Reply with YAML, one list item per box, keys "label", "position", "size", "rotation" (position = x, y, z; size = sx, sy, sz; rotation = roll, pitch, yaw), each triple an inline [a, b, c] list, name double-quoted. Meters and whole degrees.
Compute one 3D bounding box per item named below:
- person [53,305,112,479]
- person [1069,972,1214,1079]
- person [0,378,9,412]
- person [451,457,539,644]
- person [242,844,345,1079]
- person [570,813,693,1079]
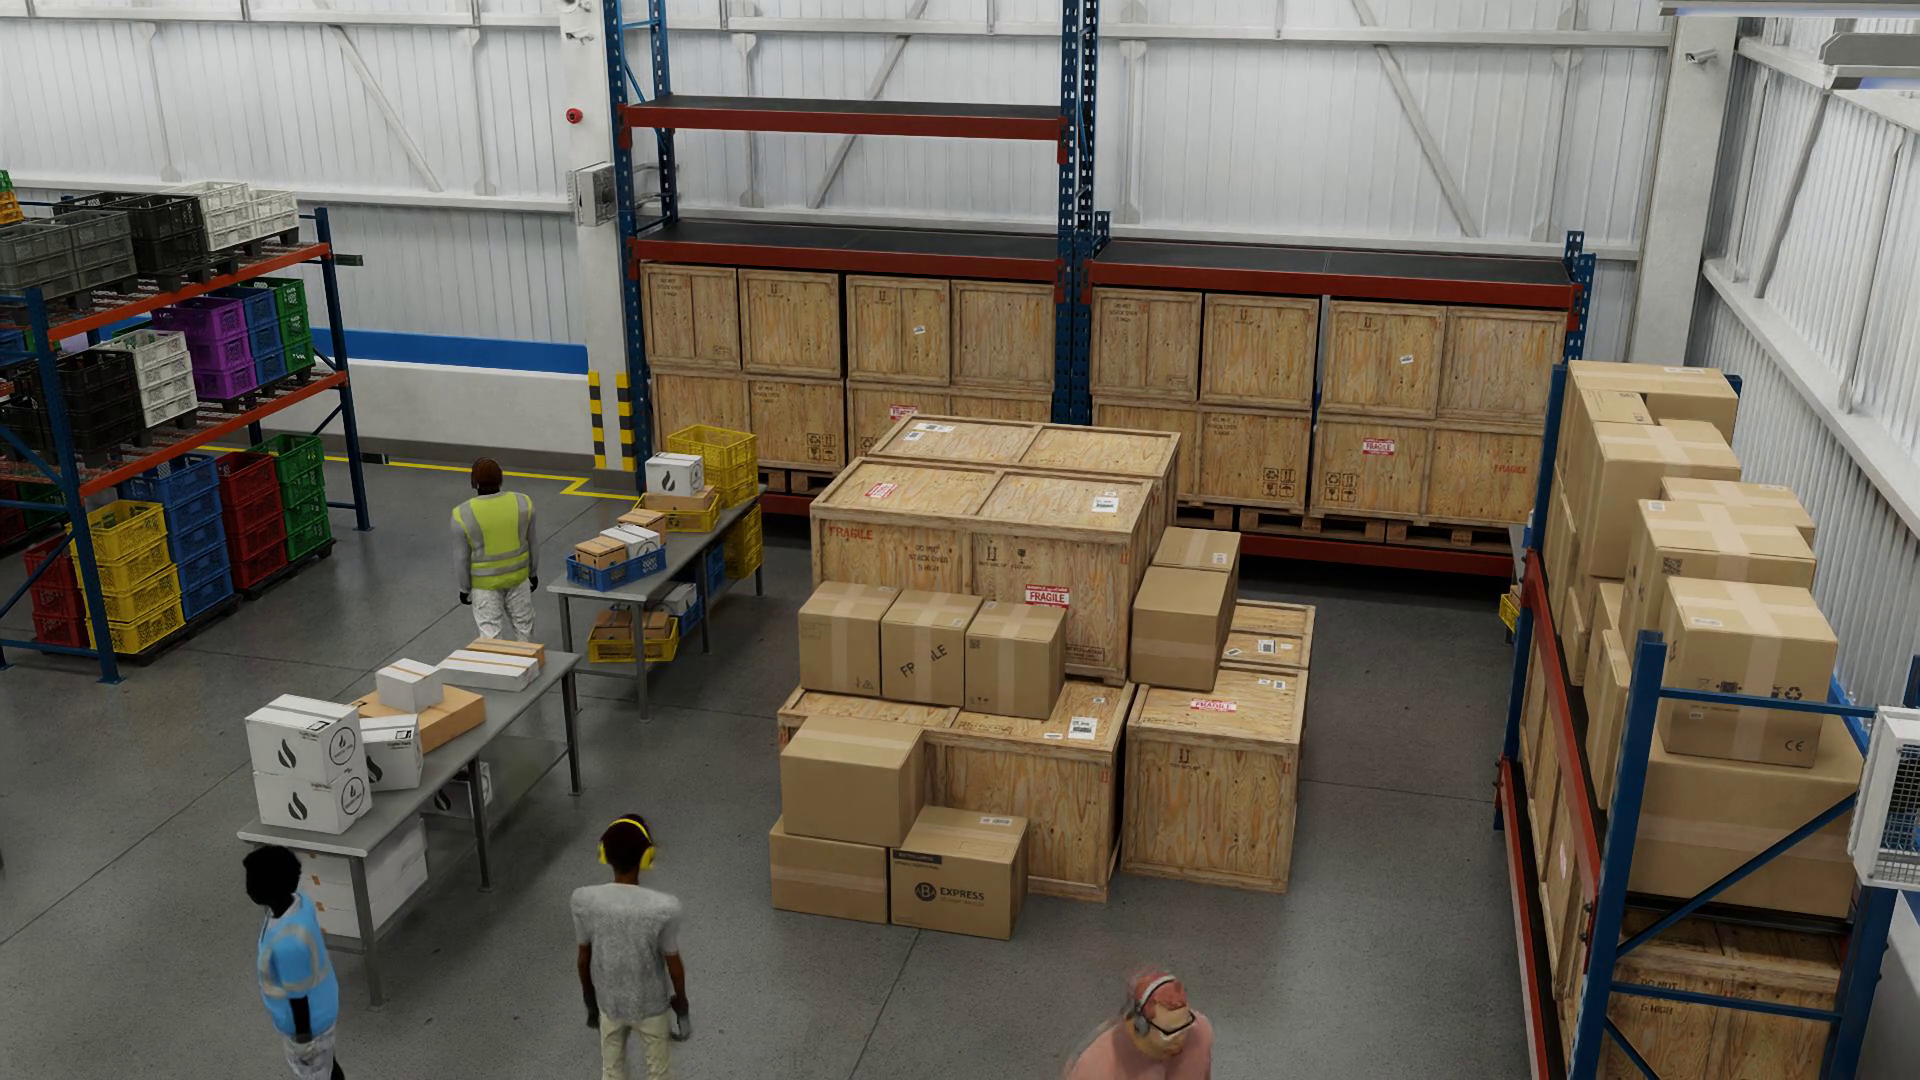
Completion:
- label: "person"
  position: [-8.743, -1.455, 16.495]
  size: [0.359, 1.938, 0.635]
  rotation: [2, 21, 6]
- label: "person"
  position: [0.642, 2.394, 6.528]
  size: [0.649, 1.877, 0.775]
  rotation: [-13, 24, -30]
- label: "person"
  position: [-10.593, -2.100, 18.256]
  size: [0.356, 1.887, 0.573]
  rotation: [-12, 24, -28]
- label: "person"
  position: [-3.359, 0.281, 12.088]
  size: [0.627, 1.844, 0.429]
  rotation: [-14, 25, -32]
- label: "person"
  position: [-2.961, 2.119, 7.490]
  size: [0.319, 1.690, 0.542]
  rotation: [-8, 22, -19]
- label: "person"
  position: [-1.448, 2.072, 7.382]
  size: [0.507, 1.855, 0.338]
  rotation: [3, 21, 7]
